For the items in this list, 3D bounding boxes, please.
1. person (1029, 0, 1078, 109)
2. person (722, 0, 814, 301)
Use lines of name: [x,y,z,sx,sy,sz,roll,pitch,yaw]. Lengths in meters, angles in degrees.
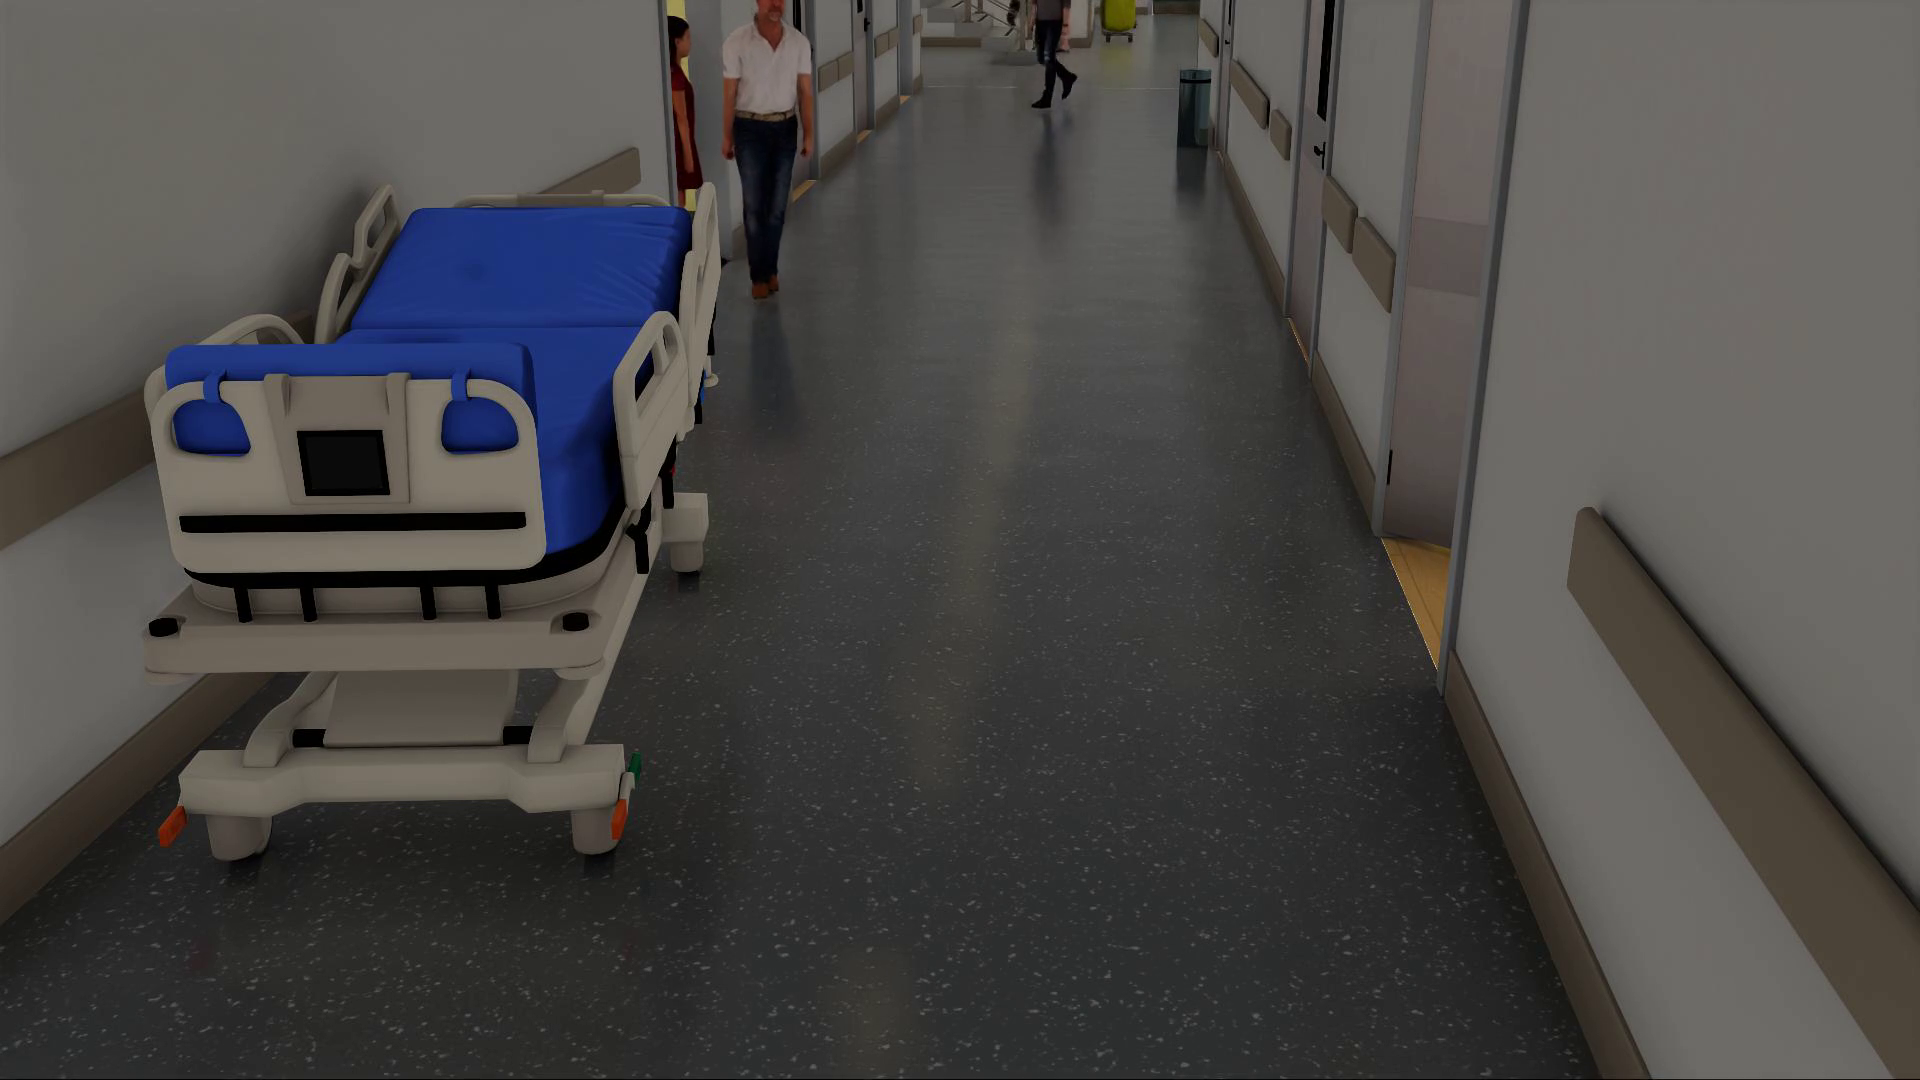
person: [1.088,-5.914,19.017,1.158,1.882,1.101,-17,27,-38]
person: [-1.143,-2.347,9.690,0.902,1.816,0.905,-5,21,-14]
